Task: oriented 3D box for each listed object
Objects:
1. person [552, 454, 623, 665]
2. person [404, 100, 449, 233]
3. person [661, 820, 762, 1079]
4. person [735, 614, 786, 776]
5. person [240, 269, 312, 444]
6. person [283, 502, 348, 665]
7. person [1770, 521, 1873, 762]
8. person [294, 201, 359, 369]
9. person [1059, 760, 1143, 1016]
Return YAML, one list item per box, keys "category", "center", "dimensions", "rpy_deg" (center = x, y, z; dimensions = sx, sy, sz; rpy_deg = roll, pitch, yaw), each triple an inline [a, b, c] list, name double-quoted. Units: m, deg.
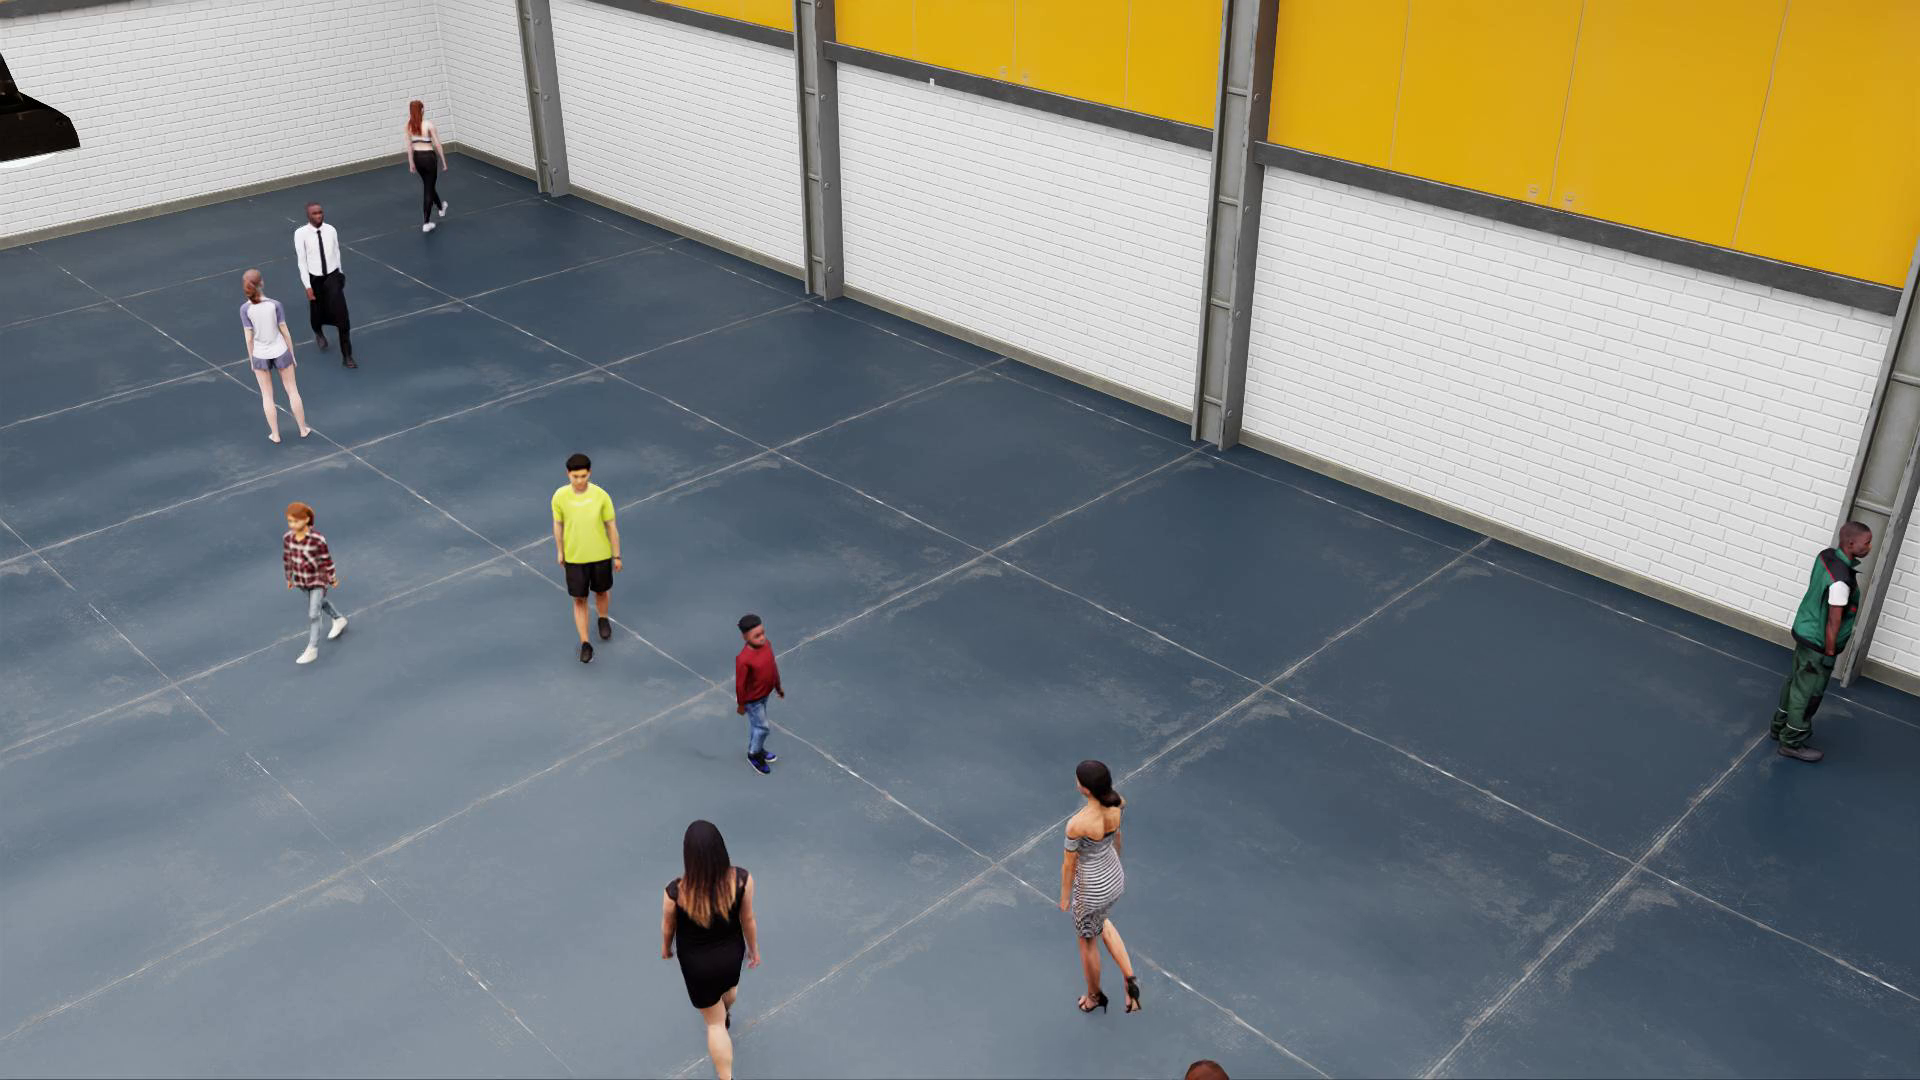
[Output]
- category: "person"
  center: [-2.922, 0.065, 13.065]
  dimensions: [0.941, 1.680, 1.060]
  rpy_deg: [-5, 29, -9]
- category: "person"
  center: [-7.193, -4.980, 22.283]
  dimensions: [1.092, 1.710, 1.064]
  rpy_deg: [4, 29, 8]
- category: "person"
  center: [-1.304, 2.321, 8.937]
  dimensions: [0.939, 1.672, 1.184]
  rpy_deg: [-11, 30, -19]
- category: "person"
  center: [-1.490, 1.052, 11.711]
  dimensions: [0.584, 1.244, 0.573]
  rpy_deg: [12, 31, 21]
- category: "person"
  center: [-6.813, -1.821, 16.434]
  dimensions: [0.651, 1.765, 0.648]
  rpy_deg: [-12, 31, -22]
- category: "person"
  center: [-5.074, 0.274, 13.108]
  dimensions: [0.930, 1.273, 0.873]
  rpy_deg: [7, 29, 13]
- category: "person"
  center: [6.075, 0.691, 11.752]
  dimensions: [0.800, 1.839, 0.786]
  rpy_deg: [6, 29, 11]
- category: "person"
  center: [-7.021, -2.828, 18.249]
  dimensions: [0.806, 1.795, 1.323]
  rpy_deg: [-18, 33, -29]
- category: "person"
  center: [0.828, 2.026, 9.332]
  dimensions: [0.595, 1.812, 0.705]
  rpy_deg: [-23, 36, -36]
